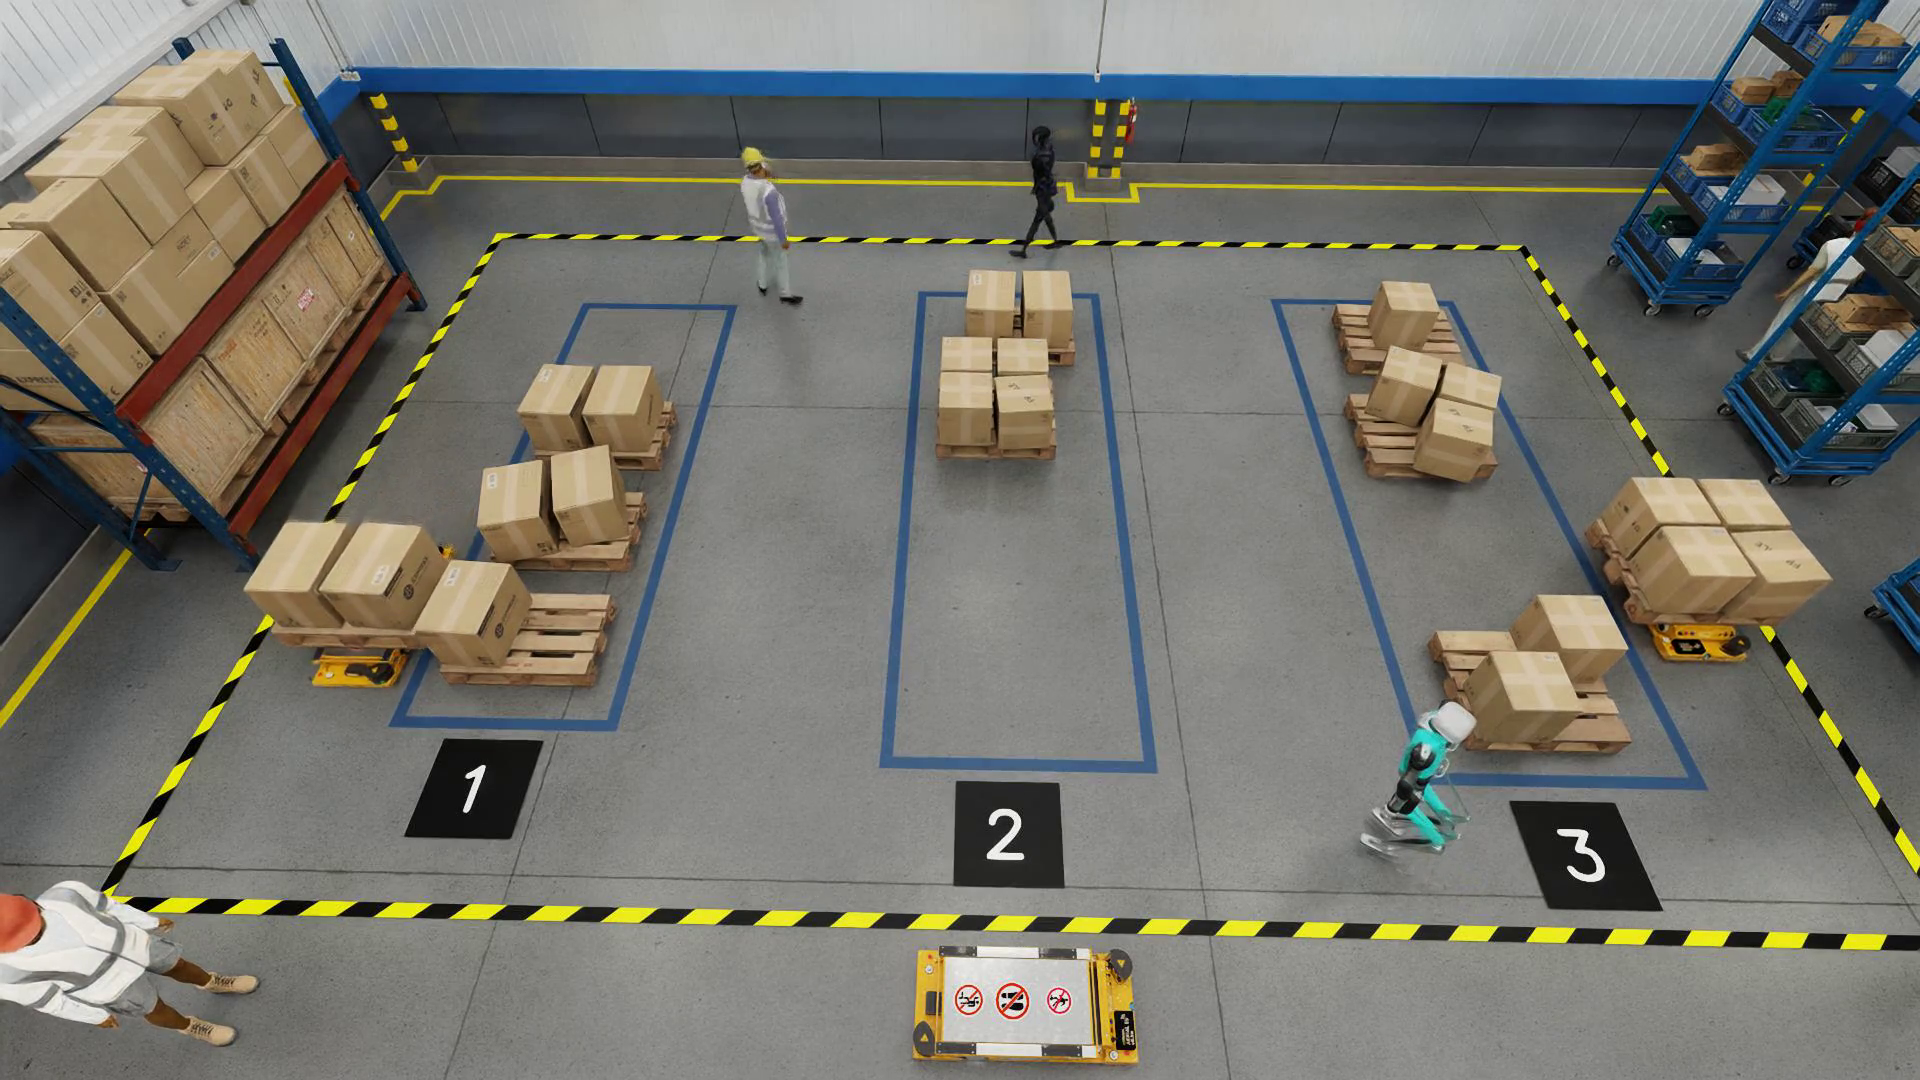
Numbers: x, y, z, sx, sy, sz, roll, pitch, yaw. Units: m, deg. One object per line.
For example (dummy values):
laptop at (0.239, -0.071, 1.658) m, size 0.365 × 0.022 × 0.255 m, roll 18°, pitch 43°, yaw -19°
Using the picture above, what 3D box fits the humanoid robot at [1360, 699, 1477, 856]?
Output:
humanoid robot at (3.164, 1.697, 6.068) m, size 0.735 × 1.677 × 0.533 m, roll 34°, pitch 58°, yaw 24°

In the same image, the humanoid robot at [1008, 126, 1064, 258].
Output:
humanoid robot at (0.957, -4.170, 10.998) m, size 0.759 × 1.619 × 0.613 m, roll -8°, pitch 51°, yaw -6°

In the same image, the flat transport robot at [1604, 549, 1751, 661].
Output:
flat transport robot at (6.300, 0.411, 8.133) m, size 0.652 × 0.197 × 1.431 m, roll 1°, pitch 51°, yaw 1°

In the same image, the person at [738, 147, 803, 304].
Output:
person at (-2.170, -3.513, 10.379) m, size 0.406 × 1.783 × 0.689 m, roll -35°, pitch 59°, yaw -25°

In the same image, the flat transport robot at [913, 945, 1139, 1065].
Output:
flat transport robot at (0.422, 3.041, 6.007) m, size 1.431 × 0.231 × 0.659 m, roll 1°, pitch 51°, yaw 1°

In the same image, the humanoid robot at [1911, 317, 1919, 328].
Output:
humanoid robot at (9.739, -2.262, 9.423) m, size 0.612 × 1.637 × 0.365 m, roll 4°, pitch 51°, yaw 3°

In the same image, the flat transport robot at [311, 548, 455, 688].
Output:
flat transport robot at (-5.008, 0.614, 7.968) m, size 0.652 × 0.197 × 1.431 m, roll 1°, pitch 51°, yaw 1°

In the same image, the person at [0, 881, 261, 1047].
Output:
person at (-4.867, 2.476, 5.325) m, size 0.376 × 2.039 × 0.614 m, roll 1°, pitch 51°, yaw 1°

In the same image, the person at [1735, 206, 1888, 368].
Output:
person at (8.932, -2.574, 9.568) m, size 0.568 × 1.840 × 0.373 m, roll 3°, pitch 51°, yaw 3°
